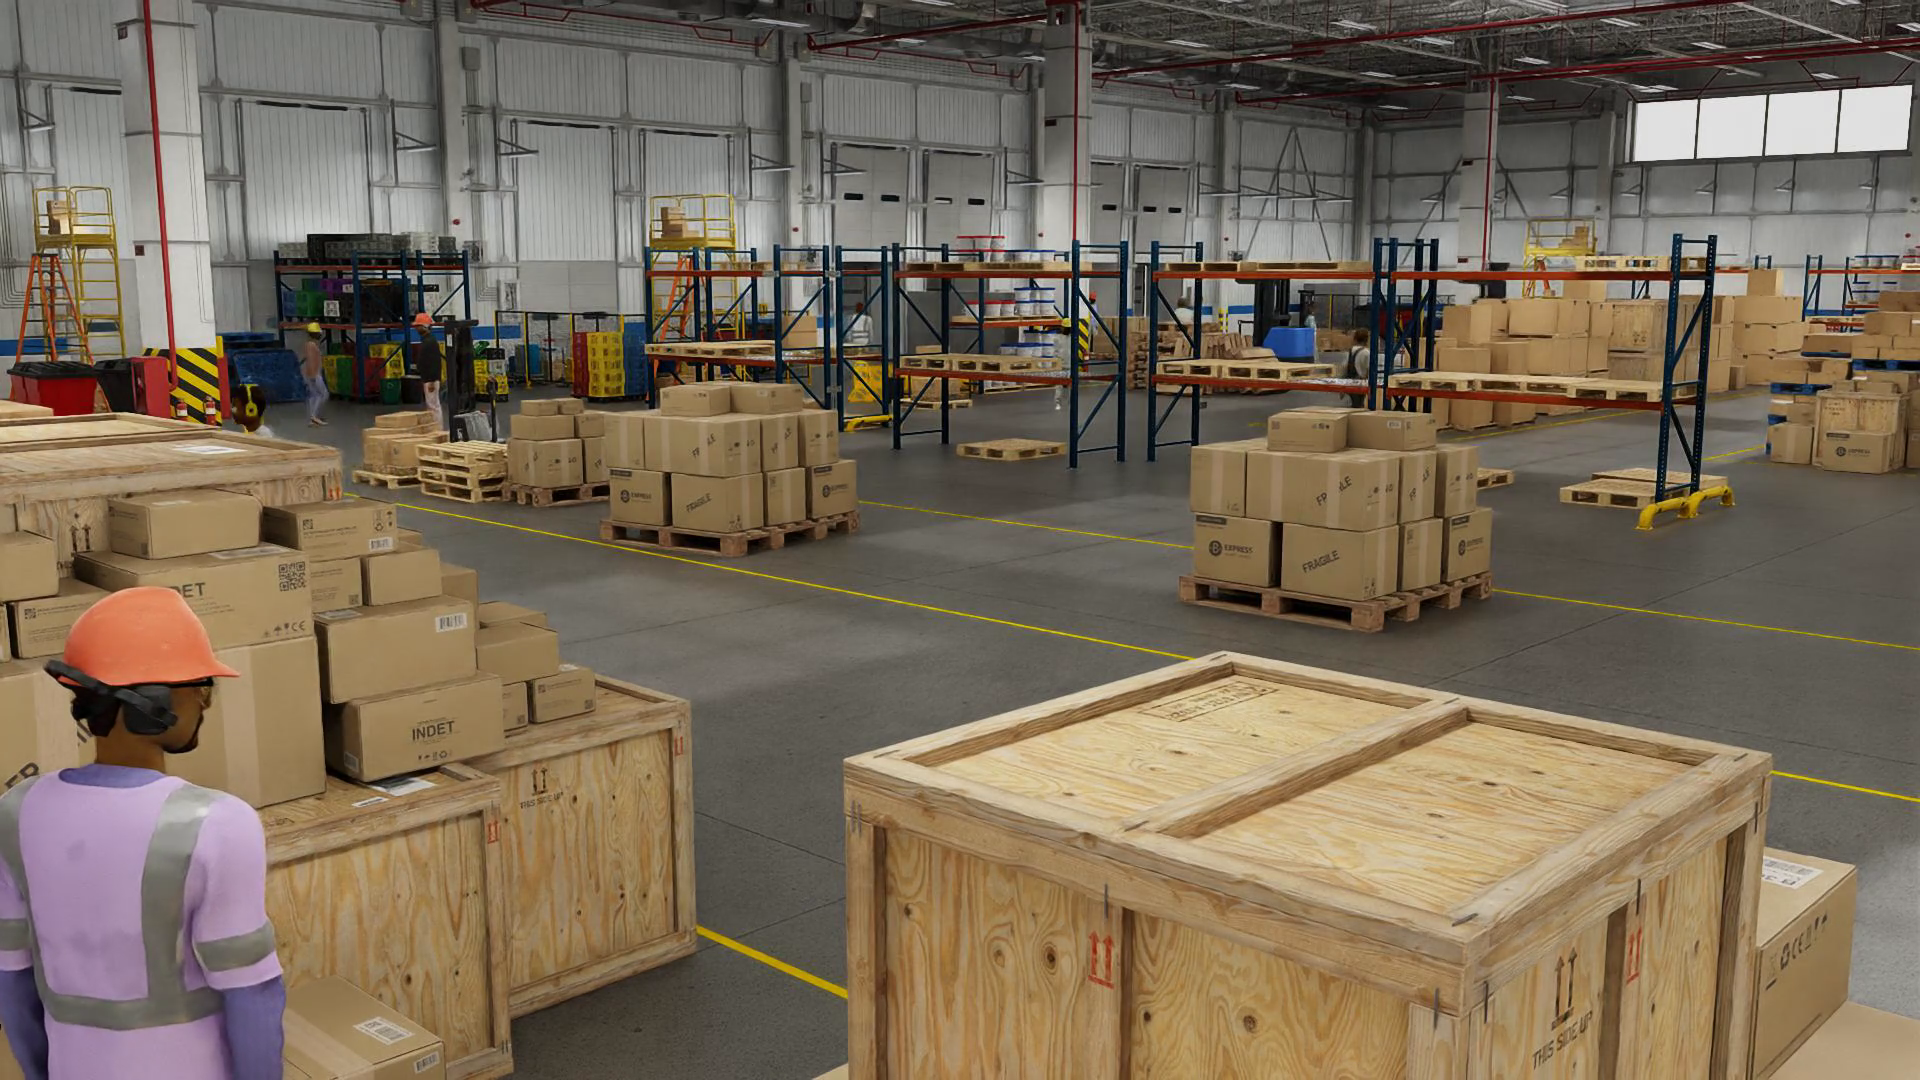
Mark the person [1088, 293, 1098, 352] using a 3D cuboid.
[{"bbox_3d":[4.072,-6.680,51.428,0.545,1.927,0.391,-7,12,-39],"label":"person"}]

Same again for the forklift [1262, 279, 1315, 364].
[{"bbox_3d":[8.555,-6.090,44.881,1.873,2.768,1.129,9,13,43],"label":"forklift"}]

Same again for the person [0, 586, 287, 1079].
[{"bbox_3d":[-1.601,1.105,3.340,0.609,2.040,0.394,2,10,14],"label":"person"}]

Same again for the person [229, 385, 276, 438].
[{"bbox_3d":[-4.876,-0.150,11.596,0.414,1.854,0.561,-4,10,-23],"label":"person"}]

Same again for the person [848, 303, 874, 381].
[{"bbox_3d":[-2.353,-4.729,39.754,0.597,1.827,0.972,2,9,11],"label":"person"}]

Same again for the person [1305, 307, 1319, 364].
[{"bbox_3d":[9.652,-5.694,46.348,0.835,1.592,0.544,2,9,11],"label":"person"}]

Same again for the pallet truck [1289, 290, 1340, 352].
[{"bbox_3d":[11.297,-6.951,52.861,1.885,1.965,0.823,-5,11,-29],"label":"pallet truck"}]

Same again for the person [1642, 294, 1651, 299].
[{"bbox_3d":[19.628,-6.080,47.705,0.369,1.939,0.631,1,9,5],"label":"person"}]

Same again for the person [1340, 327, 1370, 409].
[{"bbox_3d":[5.787,-2.228,24.473,0.825,1.817,0.526,-5,10,-26],"label":"person"}]

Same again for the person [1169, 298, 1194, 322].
[{"bbox_3d":[5.596,-5.211,42.465,0.644,1.898,0.920,-2,10,-15],"label":"person"}]

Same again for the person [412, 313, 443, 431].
[{"bbox_3d":[-8.044,-2.434,25.176,0.395,1.994,0.612,-4,10,-25],"label":"person"}]

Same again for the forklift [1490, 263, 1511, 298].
[{"bbox_3d":[14.978,-6.329,46.349,1.873,2.768,1.129,1,9,7],"label":"forklift"}]

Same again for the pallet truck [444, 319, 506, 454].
[{"bbox_3d":[-6.981,-1.942,22.150,1.885,1.965,0.823,1,9,9],"label":"pallet truck"}]

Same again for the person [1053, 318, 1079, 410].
[{"bbox_3d":[1.999,-3.307,31.335,0.485,1.738,0.321,0,9,2],"label":"person"}]

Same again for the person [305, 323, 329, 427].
[{"bbox_3d":[-10.794,-2.775,27.982,0.451,1.751,0.545,-3,10,-19],"label":"person"}]
